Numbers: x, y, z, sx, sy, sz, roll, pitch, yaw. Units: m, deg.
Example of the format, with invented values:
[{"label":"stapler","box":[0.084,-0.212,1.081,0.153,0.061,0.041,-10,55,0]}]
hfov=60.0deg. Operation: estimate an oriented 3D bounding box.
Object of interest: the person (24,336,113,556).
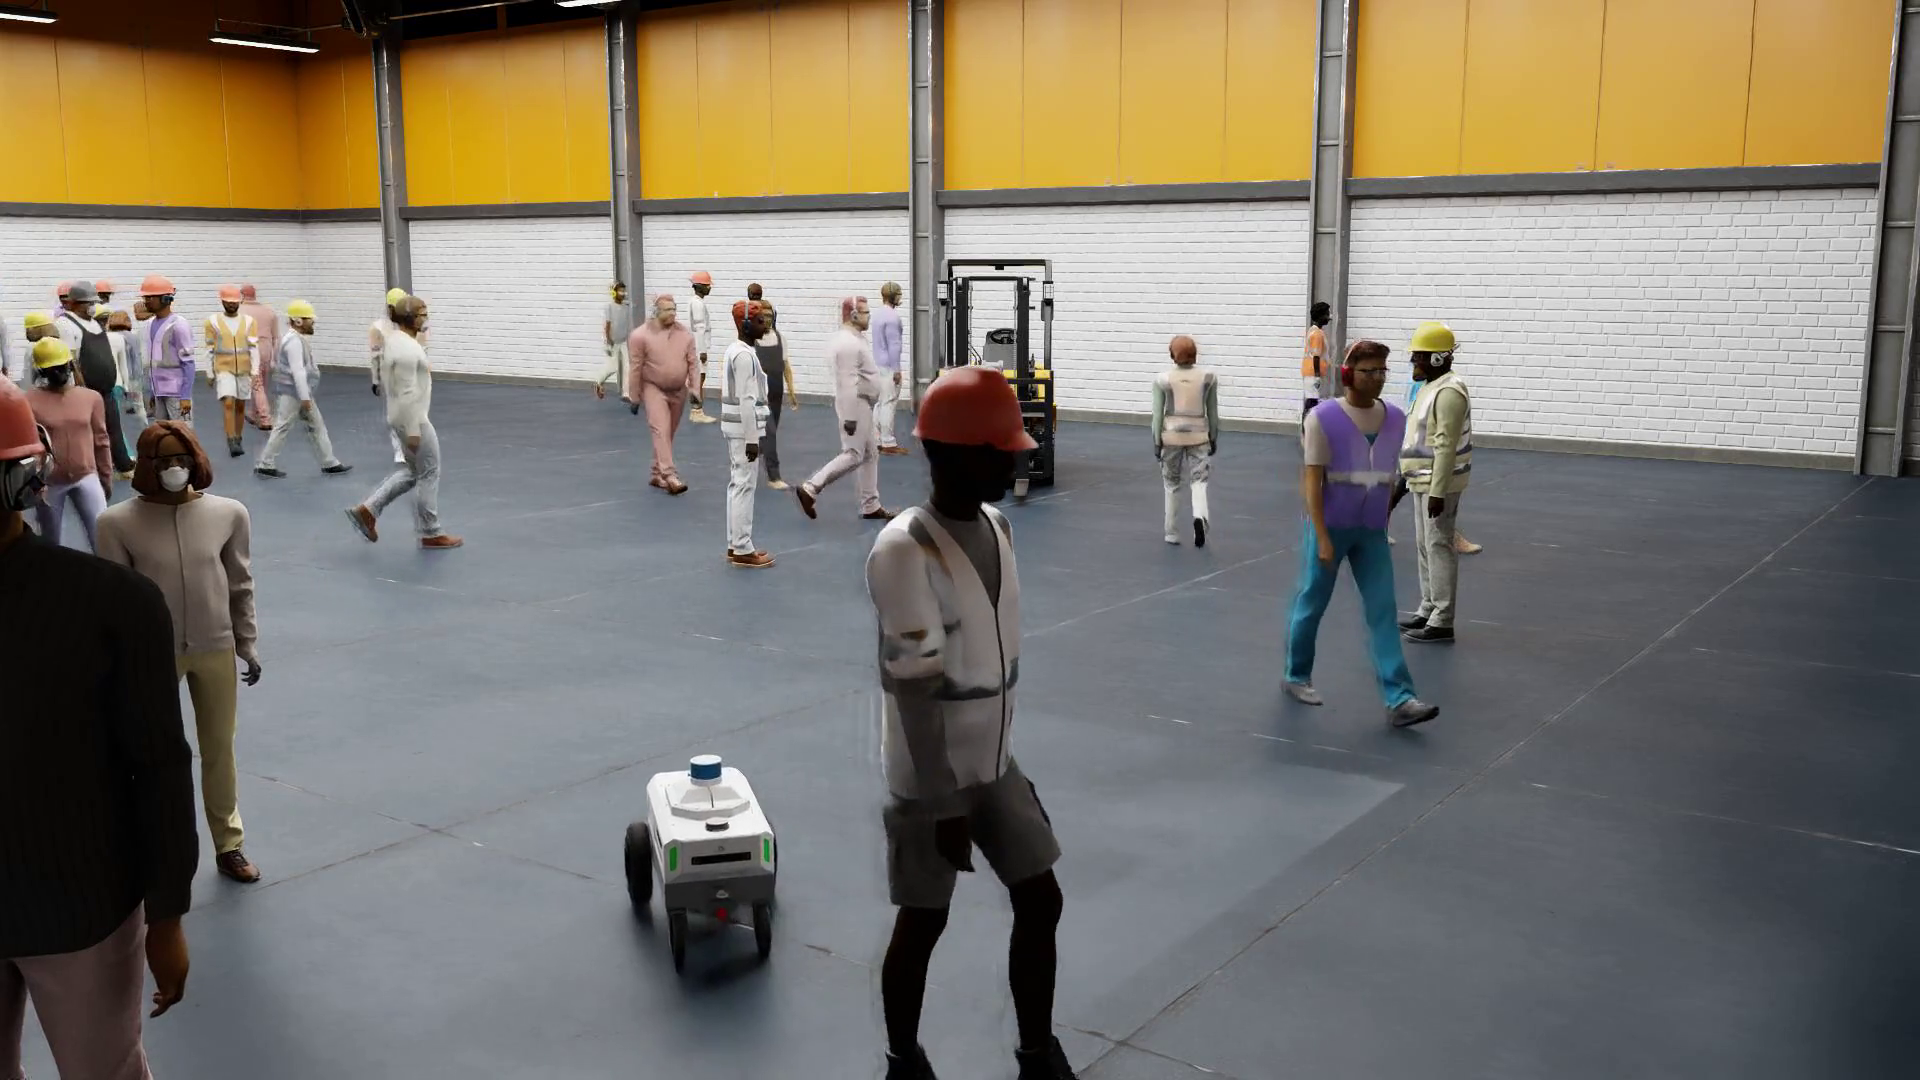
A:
[{"label":"person","box":[-5.233,-0.333,9.810,0.902,1.713,0.536,9,13,43]}]

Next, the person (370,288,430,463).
[{"label":"person","box":[-6.115,-1.811,18.164,0.596,1.879,0.938,-4,10,-25]}]

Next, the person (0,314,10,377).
[{"label":"person","box":[-11.613,-2.111,19.834,0.919,1.918,0.607,4,10,21]}]

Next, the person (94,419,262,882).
[{"label":"person","box":[-2.650,0.403,5.679,0.505,1.632,0.285,-8,12,-39]}]

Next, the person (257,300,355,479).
[{"label":"person","box":[-6.588,-1.483,16.514,0.901,1.780,0.613,-3,10,-16]}]

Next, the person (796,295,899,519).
[{"label":"person","box":[-0.937,-1.082,13.786,0.785,1.884,0.650,0,10,-2]}]

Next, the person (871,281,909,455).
[{"label":"person","box":[-0.798,-1.913,18.559,0.352,1.937,0.635,-3,10,-20]}]

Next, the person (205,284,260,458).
[{"label":"person","box":[-7.971,-1.853,18.323,0.540,1.894,0.909,-7,12,-34]}]

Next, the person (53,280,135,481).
[{"label":"person","box":[-8.578,-1.566,16.190,0.991,2.000,0.683,1,10,8]}]

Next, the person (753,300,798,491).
[{"label":"person","box":[-1.902,-1.406,15.956,0.517,1.805,0.939,-8,13,-40]}]

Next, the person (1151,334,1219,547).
[{"label":"person","box":[1.691,-0.734,12.470,0.515,1.616,0.624,0,10,1]}]

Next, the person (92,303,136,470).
[{"label":"person","box":[-8.842,-1.575,17.232,0.772,1.747,0.542,4,10,21]}]

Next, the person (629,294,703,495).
[{"label":"person","box":[-2.738,-1.361,15.532,0.633,1.854,0.971,-7,12,-38]}]

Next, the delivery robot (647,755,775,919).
[{"label":"delivery robot","box":[-0.817,0.942,5.390,0.477,0.478,0.707,-3,10,-15]}]

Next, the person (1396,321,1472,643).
[{"label":"person","box":[2.690,-0.329,9.478,0.403,1.825,0.591,1,10,4]}]

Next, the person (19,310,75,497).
[{"label":"person","box":[-8.398,-1.234,15.213,0.711,1.707,0.484,2,10,9]}]

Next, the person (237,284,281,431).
[{"label":"person","box":[-9.132,-2.346,21.397,0.997,1.846,0.646,7,12,37]}]

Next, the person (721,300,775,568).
[{"label":"person","box":[-1.517,-0.749,11.789,0.337,1.882,0.585,-2,10,-14]}]

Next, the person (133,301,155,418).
[{"label":"person","box":[-11.035,-2.461,22.757,0.484,1.615,0.518,-2,10,-10]}]

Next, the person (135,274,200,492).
[{"label":"person","box":[-6.997,-1.313,14.676,0.613,2.041,0.393,7,12,37]}]

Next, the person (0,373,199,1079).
[{"label":"person","box":[-1.704,0.671,2.999,0.618,1.993,0.396,0,10,-2]}]

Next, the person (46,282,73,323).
[{"label":"person","box":[-10.652,-2.147,20.056,0.566,1.907,0.822,-2,10,-11]}]

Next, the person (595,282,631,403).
[{"label":"person","box":[-5.278,-3.011,25.409,0.701,1.840,0.530,7,12,35]}]

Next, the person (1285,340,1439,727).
[{"label":"person","box":[1.872,-0.036,7.825,0.574,1.790,1.009,-4,10,-21]}]

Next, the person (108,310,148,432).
[{"label":"person","box":[-9.786,-1.892,19.480,0.516,1.576,0.859,-1,10,-4]}]

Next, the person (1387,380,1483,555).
[{"label":"person","box":[3.450,-0.735,12.403,0.881,1.652,0.534,3,10,20]}]

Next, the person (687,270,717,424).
[{"label":"person","box":[-3.434,-2.567,22.144,0.391,2.040,0.615,-3,10,-16]}]

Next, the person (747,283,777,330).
[{"label":"person","box":[-2.942,-2.780,24.014,0.632,1.842,0.429,-8,13,-41]}]

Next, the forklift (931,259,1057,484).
[{"label":"forklift","box":[0.370,-1.738,16.759,1.214,2.155,2.313,1,10,3]}]

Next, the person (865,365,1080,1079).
[{"label":"person","box":[0.090,0.552,3.954,0.718,1.915,0.559,7,12,34]}]

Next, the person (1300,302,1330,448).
[{"label":"person","box":[4.124,-1.915,19.319,0.321,1.690,0.530,1,10,9]}]

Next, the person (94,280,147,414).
[{"label":"person","box":[-12.012,-2.720,23.517,0.972,1.895,0.556,0,10,-1]}]

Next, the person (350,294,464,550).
[{"label":"person","box":[-4.136,-0.860,12.350,0.716,1.917,0.636,-4,10,-22]}]
